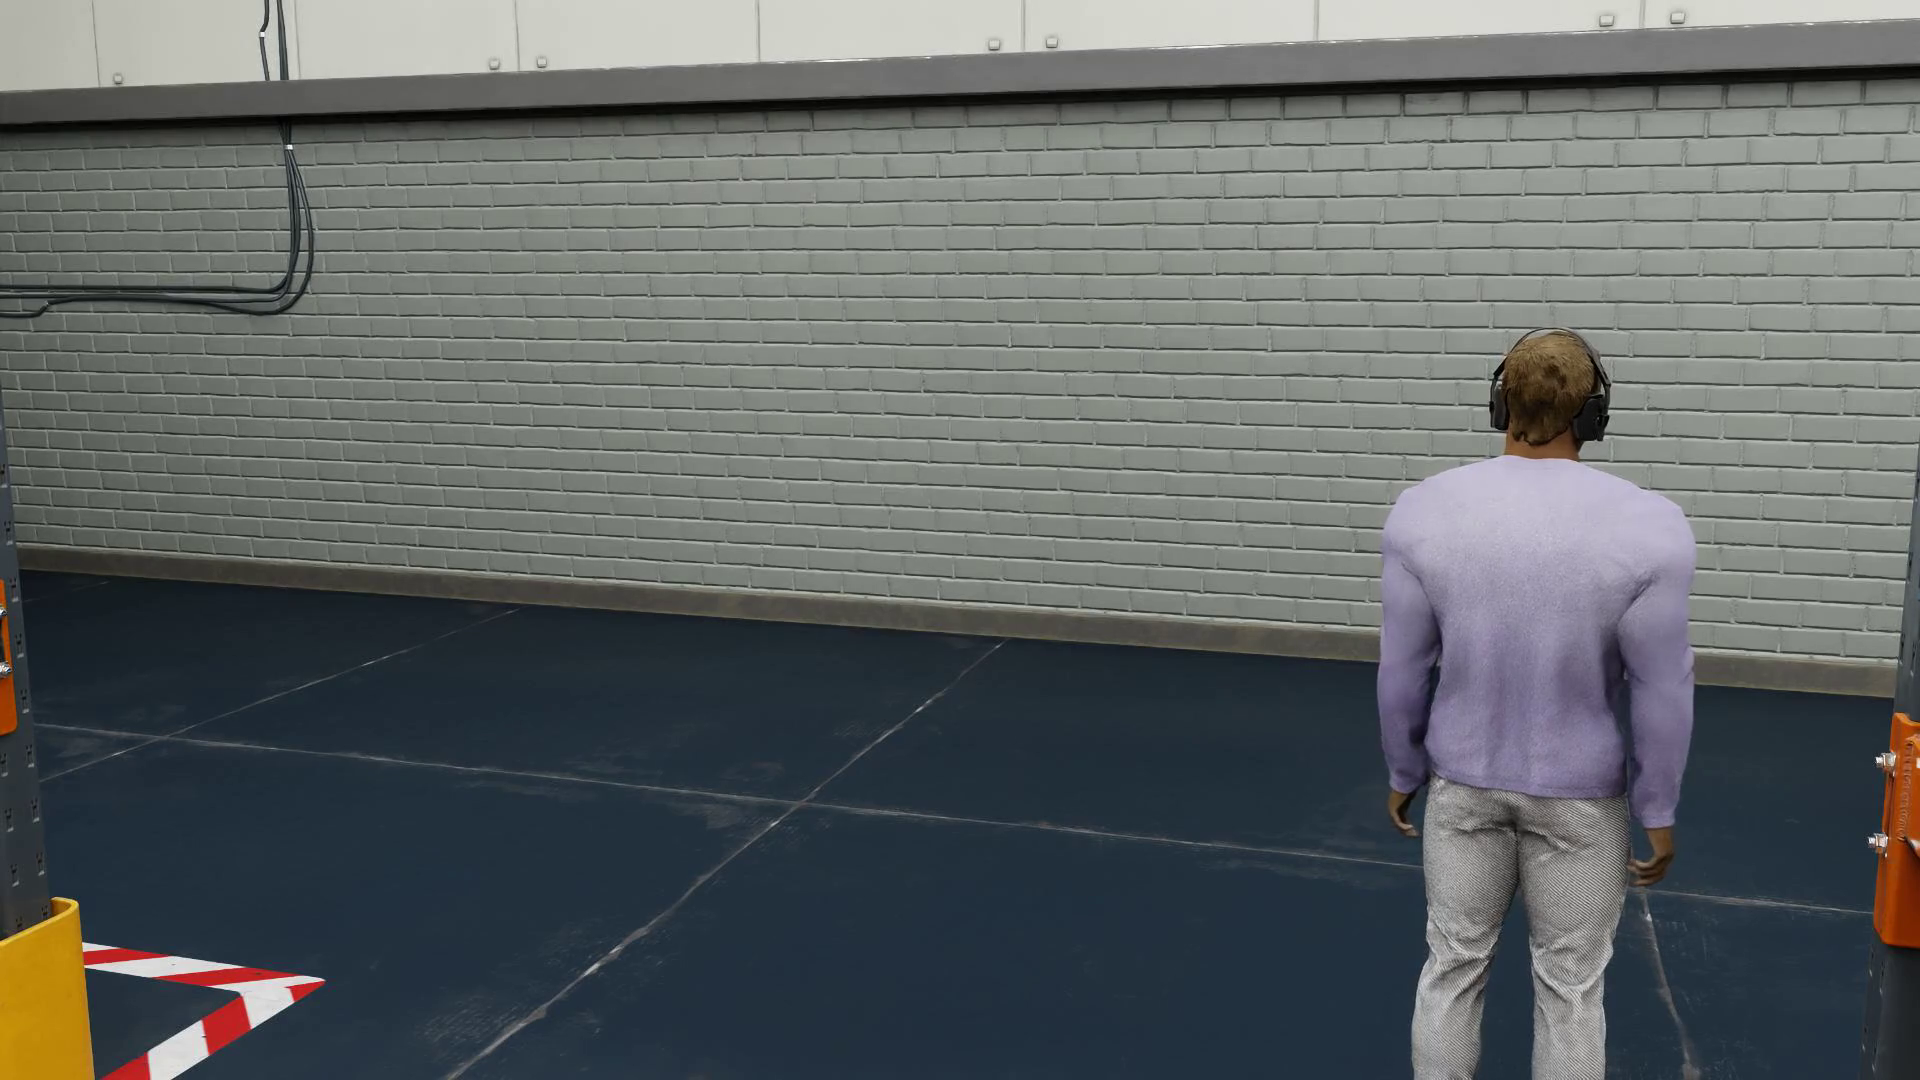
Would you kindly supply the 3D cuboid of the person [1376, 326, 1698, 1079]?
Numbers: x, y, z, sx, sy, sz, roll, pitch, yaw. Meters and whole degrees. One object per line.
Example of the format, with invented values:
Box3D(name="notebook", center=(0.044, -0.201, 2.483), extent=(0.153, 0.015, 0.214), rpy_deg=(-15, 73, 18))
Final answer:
Box3D(name="person", center=(1.200, 0.524, 3.522), extent=(0.636, 1.939, 0.365), rpy_deg=(6, 11, 30))
